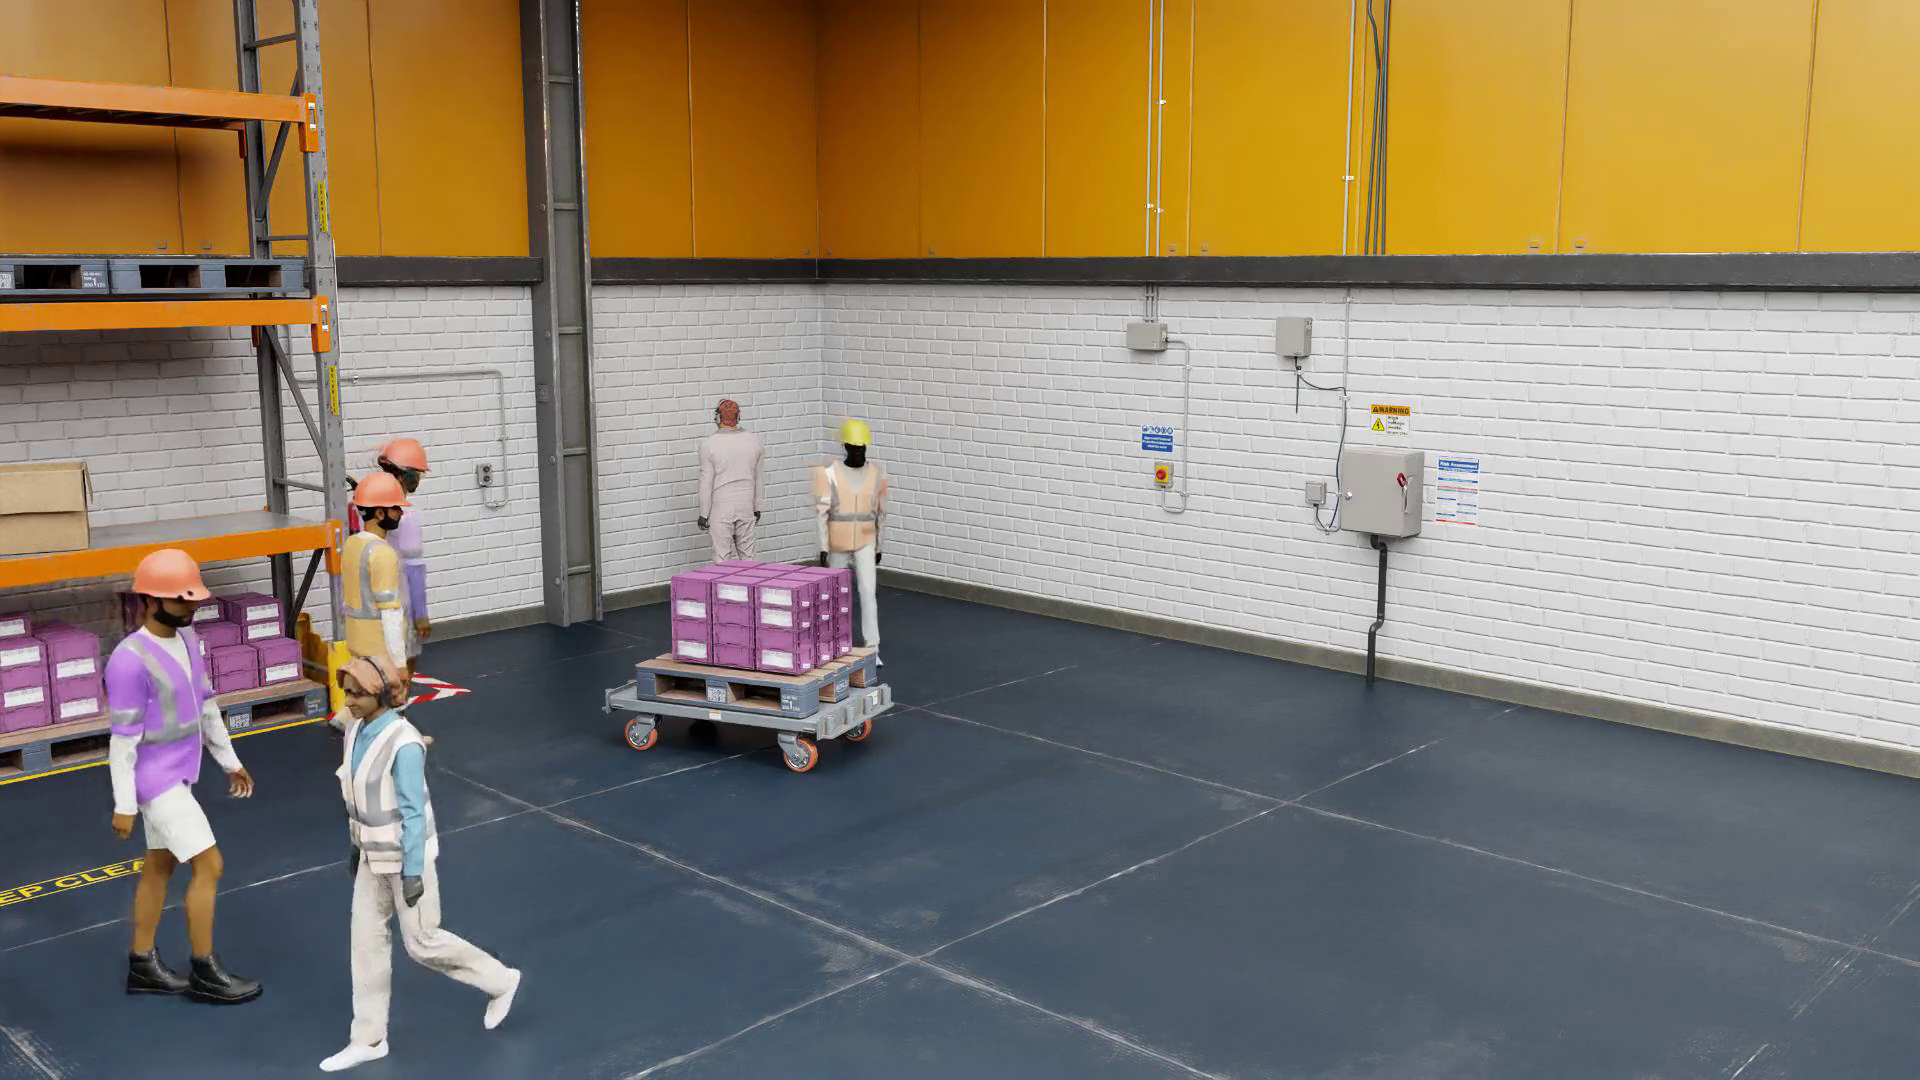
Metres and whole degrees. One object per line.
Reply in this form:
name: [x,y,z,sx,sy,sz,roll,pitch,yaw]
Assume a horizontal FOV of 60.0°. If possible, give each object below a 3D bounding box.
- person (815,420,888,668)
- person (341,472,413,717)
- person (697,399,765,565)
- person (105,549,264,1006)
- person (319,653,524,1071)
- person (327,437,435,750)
person: [-0.850,-0.006,12.968,0.589,1.882,0.992,-2,10,-15]
person: [-3.152,0.592,9.109,0.373,1.934,0.551,-8,12,-40]
person: [-2.019,-0.279,14.548,0.643,1.909,0.410,-7,12,-38]
person: [-3.173,0.977,6.862,0.737,1.905,0.543,-1,9,-6]
person: [-2.093,1.201,6.390,0.720,1.610,0.514,-8,12,-41]
person: [-3.506,0.375,10.231,0.612,2.006,0.620,-9,13,-43]
